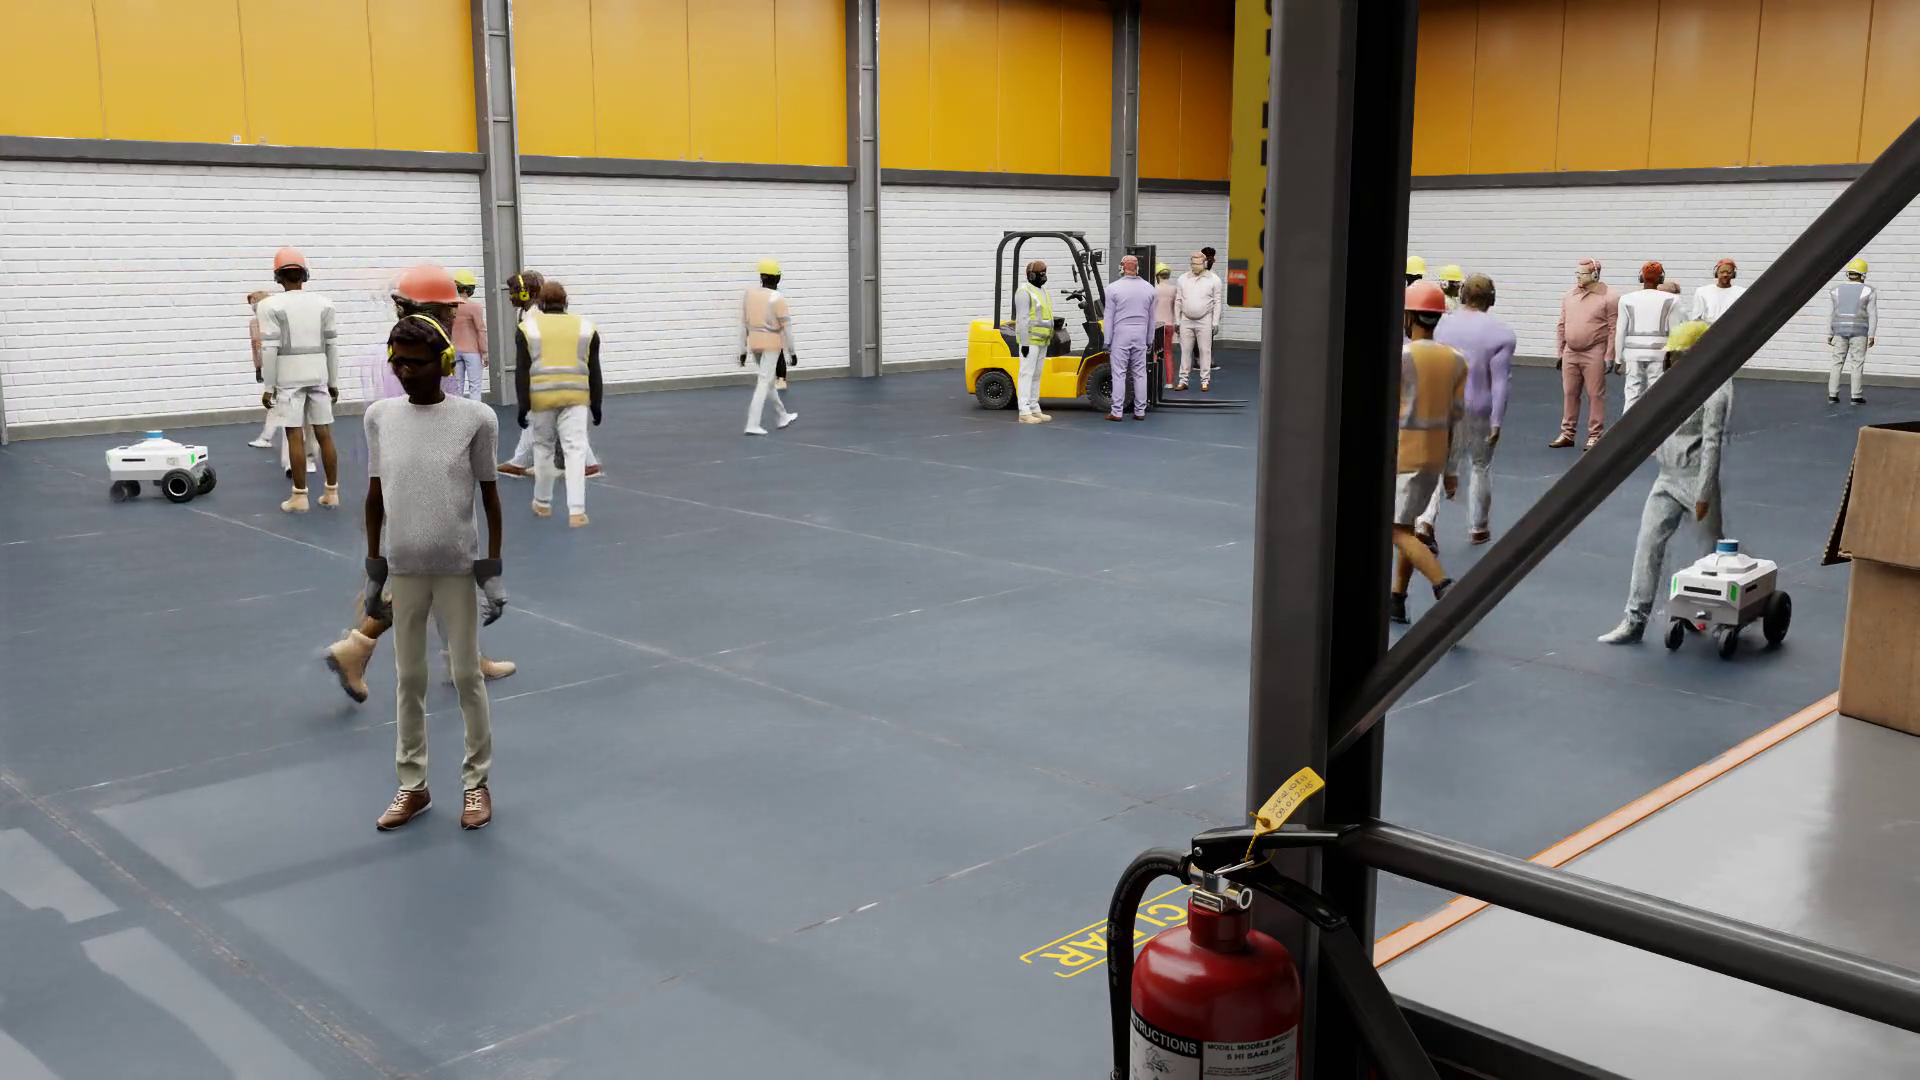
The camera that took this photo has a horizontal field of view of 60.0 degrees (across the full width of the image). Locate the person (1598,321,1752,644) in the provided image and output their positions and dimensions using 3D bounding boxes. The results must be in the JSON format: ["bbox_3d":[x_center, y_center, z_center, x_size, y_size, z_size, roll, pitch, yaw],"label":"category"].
[{"bbox_3d":[3.836,-0.292,8.683,0.897,1.700,0.495,-3,11,-17],"label":"person"}]

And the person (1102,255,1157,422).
[{"bbox_3d":[1.933,-2.314,19.156,0.644,1.903,0.401,-4,11,-20],"label":"person"}]

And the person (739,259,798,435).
[{"bbox_3d":[-2.051,-2.091,18.003,0.612,1.869,1.006,7,13,34],"label":"person"}]

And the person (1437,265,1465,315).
[{"bbox_3d":[5.333,-2.094,18.215,0.594,1.809,0.592,6,12,30],"label":"person"}]

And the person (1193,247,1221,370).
[{"bbox_3d":[3.893,-3.659,26.355,0.611,1.952,0.387,-8,13,-37],"label":"person"}]

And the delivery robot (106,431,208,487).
[{"bbox_3d":[-6.483,-0.640,13.432,0.707,0.478,0.477,-1,10,-5],"label":"delivery robot"}]

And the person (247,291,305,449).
[{"bbox_3d":[-6.919,-1.727,16.817,0.537,1.572,0.835,7,12,32],"label":"person"}]

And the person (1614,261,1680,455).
[{"bbox_3d":[6.677,-1.762,16.186,0.575,1.883,0.362,5,12,27],"label":"person"}]

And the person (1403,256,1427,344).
[{"bbox_3d":[4.418,-1.817,16.358,0.585,1.929,0.370,-2,11,-12],"label":"person"}]

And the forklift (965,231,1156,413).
[{"bbox_3d":[1.222,-2.721,20.561,2.313,2.155,1.214,2,11,13],"label":"forklift"}]

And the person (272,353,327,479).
[{"bbox_3d":[-5.829,-1.336,14.666,0.511,1.578,0.904,-4,11,-20],"label":"person"}]

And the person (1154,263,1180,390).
[{"bbox_3d":[2.755,-2.923,22.899,0.702,1.742,0.515,-4,11,-22],"label":"person"}]

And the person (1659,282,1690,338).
[{"bbox_3d":[7.838,-2.025,18.344,0.645,1.617,0.533,-6,12,-30],"label":"person"}]

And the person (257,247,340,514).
[{"bbox_3d":[-5.100,-1.227,12.831,0.392,2.040,0.611,9,14,41],"label":"person"}]

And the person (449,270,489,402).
[{"bbox_3d":[-5.247,-1.988,17.733,0.533,1.767,0.313,4,11,23],"label":"person"}]

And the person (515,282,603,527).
[{"bbox_3d":[-2.991,-1.015,12.410,0.651,1.787,0.864,-4,11,-22],"label":"person"}]

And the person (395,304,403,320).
[{"bbox_3d":[-4.962,-1.446,15.189,0.314,1.614,0.526,-7,12,-32],"label":"person"}]

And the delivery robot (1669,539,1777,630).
[{"bbox_3d":[3.973,0.238,8.647,0.477,0.478,0.707,9,14,41],"label":"delivery robot"}]

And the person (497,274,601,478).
[{"bbox_3d":[-3.651,-1.417,14.540,0.991,1.795,0.522,-2,11,-9],"label":"person"}]

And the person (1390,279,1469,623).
[{"bbox_3d":[2.482,-0.430,8.871,0.543,1.905,0.842,-5,12,-26],"label":"person"}]

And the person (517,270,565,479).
[{"bbox_3d":[-3.690,-1.448,14.619,0.504,1.837,0.358,9,14,40],"label":"person"}]

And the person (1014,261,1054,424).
[{"bbox_3d":[0.859,-2.257,18.998,0.430,1.845,0.624,5,12,27],"label":"person"}]

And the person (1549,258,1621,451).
[{"bbox_3d":[6.209,-1.837,16.540,0.400,1.903,0.645,-8,13,-37],"label":"person"}]

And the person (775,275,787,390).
[{"bbox_3d":[-2.561,-2.925,23.056,0.320,1.690,0.538,-3,11,-17],"label":"person"}]

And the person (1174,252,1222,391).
[{"bbox_3d":[3.241,-2.984,22.800,0.636,1.902,0.405,4,11,20],"label":"person"}]

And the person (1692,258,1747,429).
[{"bbox_3d":[8.417,-2.176,18.455,0.591,1.881,0.364,6,12,28],"label":"person"}]

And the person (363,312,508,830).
[{"bbox_3d":[-1.888,0.121,5.972,0.521,1.865,0.328,0,10,0],"label":"person"}]

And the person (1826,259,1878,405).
[{"bbox_3d":[11.270,-2.623,21.016,0.404,1.832,0.595,-10,14,-43],"label":"person"}]

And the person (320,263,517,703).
[{"bbox_3d":[-2.518,-0.251,7.621,0.890,2.018,0.615,-8,13,-38],"label":"person"}]

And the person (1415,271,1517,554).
[{"bbox_3d":[3.388,-0.856,11.217,0.633,1.903,0.993,6,12,30],"label":"person"}]
